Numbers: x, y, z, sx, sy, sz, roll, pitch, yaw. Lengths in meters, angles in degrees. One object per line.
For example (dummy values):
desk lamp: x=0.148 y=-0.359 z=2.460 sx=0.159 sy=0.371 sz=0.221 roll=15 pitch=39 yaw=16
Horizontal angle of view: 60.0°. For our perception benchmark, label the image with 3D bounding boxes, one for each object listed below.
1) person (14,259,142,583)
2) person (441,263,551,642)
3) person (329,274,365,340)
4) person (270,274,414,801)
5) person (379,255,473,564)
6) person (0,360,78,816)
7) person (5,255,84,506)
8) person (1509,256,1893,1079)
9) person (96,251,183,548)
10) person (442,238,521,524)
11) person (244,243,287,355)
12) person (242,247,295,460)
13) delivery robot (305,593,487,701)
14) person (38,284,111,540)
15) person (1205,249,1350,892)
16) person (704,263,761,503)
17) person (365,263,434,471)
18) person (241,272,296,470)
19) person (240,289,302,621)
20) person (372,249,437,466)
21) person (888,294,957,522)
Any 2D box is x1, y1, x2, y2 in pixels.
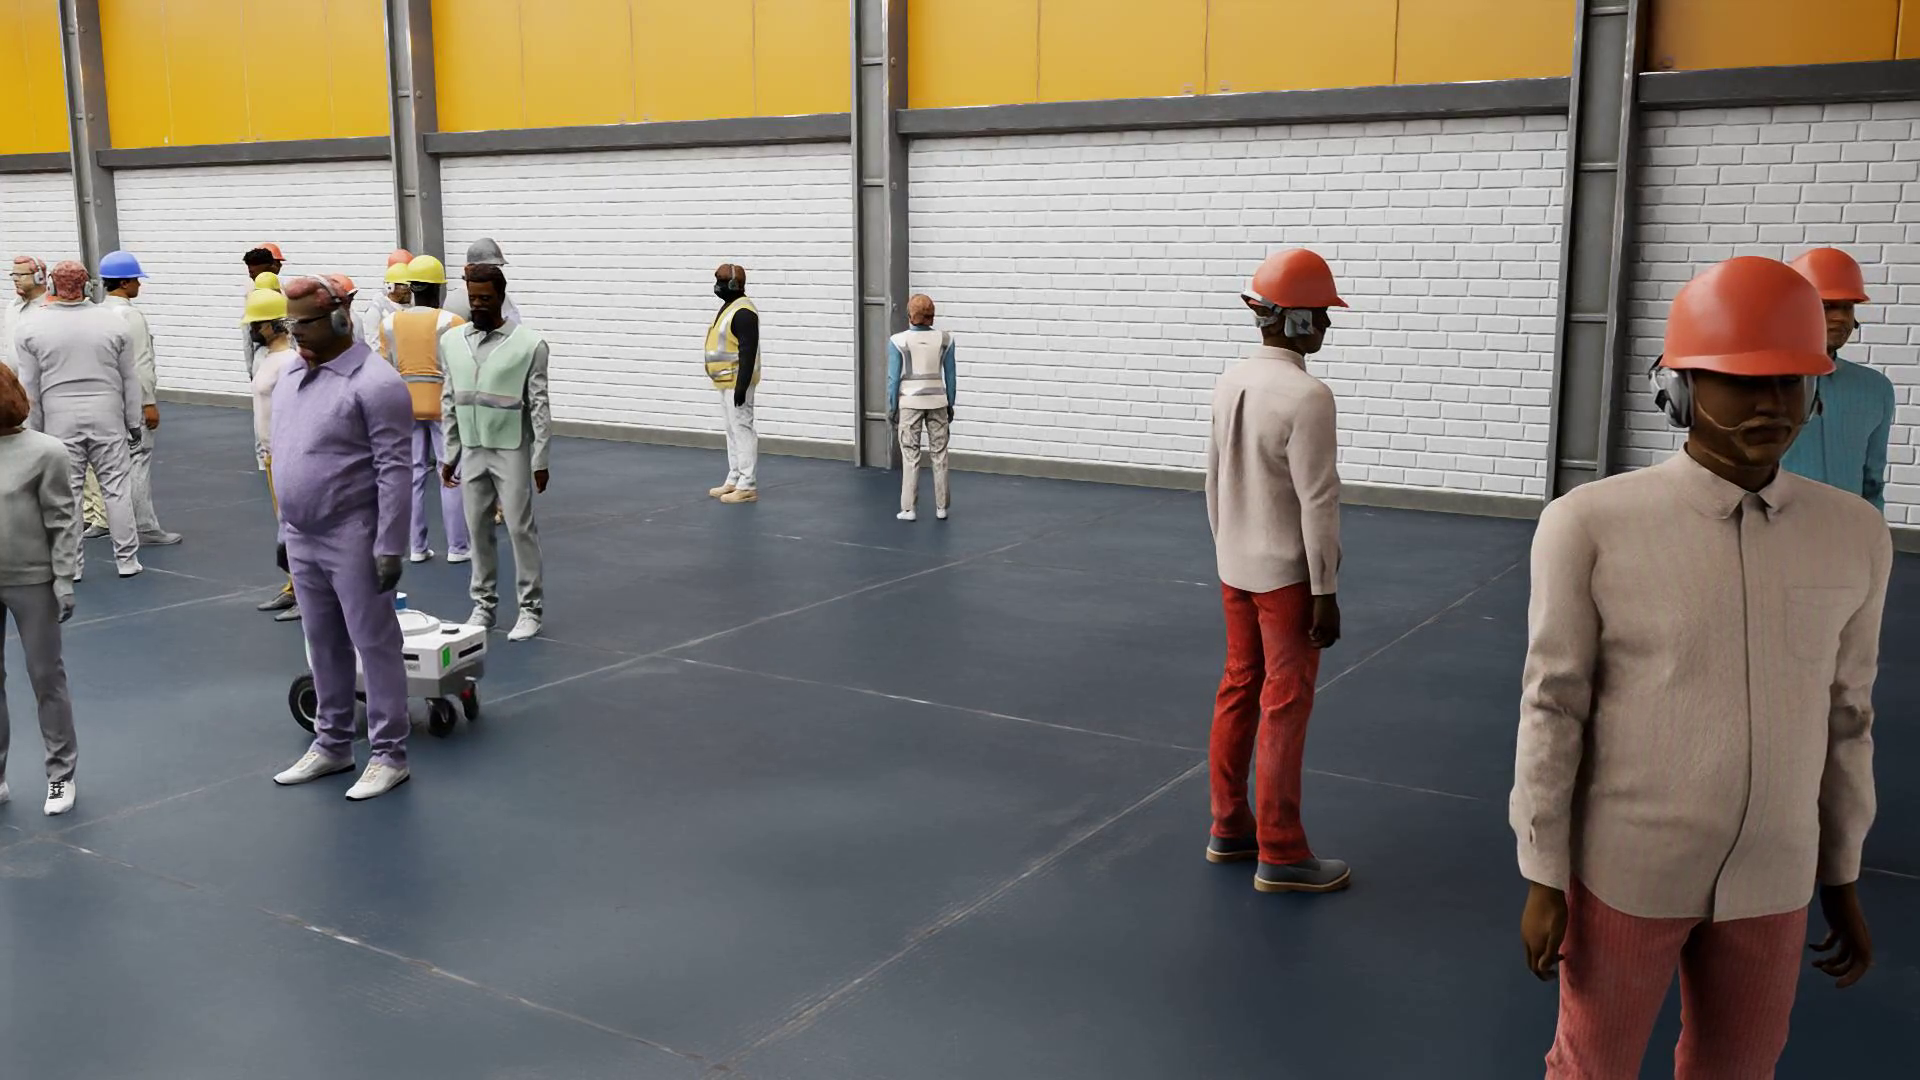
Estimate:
person: x=-5.205 y=-0.699 z=9.878 sx=0.642 sy=1.909 sz=0.408 roll=-6 pitch=12 yaw=-30
person: x=-2.345 y=-0.442 z=8.459 sx=0.591 sy=1.910 sz=0.389 roll=3 pitch=11 yaw=16
person: x=-4.955 y=-1.262 z=13.420 sx=0.329 sy=1.751 sz=0.567 roll=-2 pitch=10 yaw=-13
person: x=-2.277 y=-0.006 z=6.056 sx=0.637 sy=1.902 sz=0.403 roll=6 pitch=12 yaw=31
person: x=-3.302 y=-0.803 z=10.393 sx=0.585 sy=1.927 sz=0.366 roll=1 pitch=10 yaw=7
person: x=-3.354 y=0.167 z=5.838 sx=0.497 sy=1.632 sz=0.289 roll=-1 pitch=10 yaw=-7
person: x=-6.783 y=-1.132 z=12.271 sx=0.641 sy=1.910 sz=0.401 roll=4 pitch=11 yaw=22
person: x=1.214 y=0.542 z=2.751 sx=0.609 sy=1.995 sz=0.378 roll=-1 pitch=10 yaw=-5
person: x=-5.491 y=-0.919 z=10.977 sx=0.602 sy=1.949 sz=0.393 roll=7 pitch=13 yaw=35
person: x=-3.341 y=-1.140 z=11.946 sx=0.535 sy=2.000 sz=0.674 roll=4 pitch=11 yaw=21
person: x=-7.063 y=-2.044 z=17.089 sx=0.622 sy=1.990 sz=0.378 roll=6 pitch=12 yaw=32
person: x=-6.231 y=-1.661 z=15.054 sx=0.393 sy=1.958 sz=0.613 roll=-8 pitch=13 yaw=-38
delivery robot: x=-2.337 y=0.465 z=6.912 sx=0.707 sy=0.478 sz=0.477 roll=3 pitch=11 yaw=15
person: x=-6.004 y=-0.880 z=11.301 sx=0.341 sy=1.749 sz=0.572 roll=-9 pitch=13 yaw=-40
person: x=0.999 y=0.098 z=5.210 sx=0.382 sy=1.993 sz=0.622 roll=-4 pitch=11 yaw=-22
person: x=-1.760 y=-1.213 z=12.904 sx=0.429 sy=1.845 sz=0.621 roll=-4 pitch=11 yaw=-20
person: x=-4.839 y=-1.474 z=14.410 sx=0.403 sy=1.826 sz=0.594 roll=6 pitch=12 yaw=29
person: x=-6.059 y=-1.484 z=14.677 sx=0.484 sy=1.745 sz=0.298 roll=2 pitch=10 yaw=9
person: x=-3.631 y=-0.452 z=8.903 sx=0.316 sy=1.767 sz=0.522 roll=-7 pitch=13 yaw=-35
person: x=-4.901 y=-1.592 z=14.740 sx=0.359 sy=1.938 sz=0.547 roll=7 pitch=12 yaw=34
person: x=-0.269 y=-0.943 z=11.971 sx=0.511 sy=1.640 sz=0.308 roll=-3 pitch=11 yaw=-16
